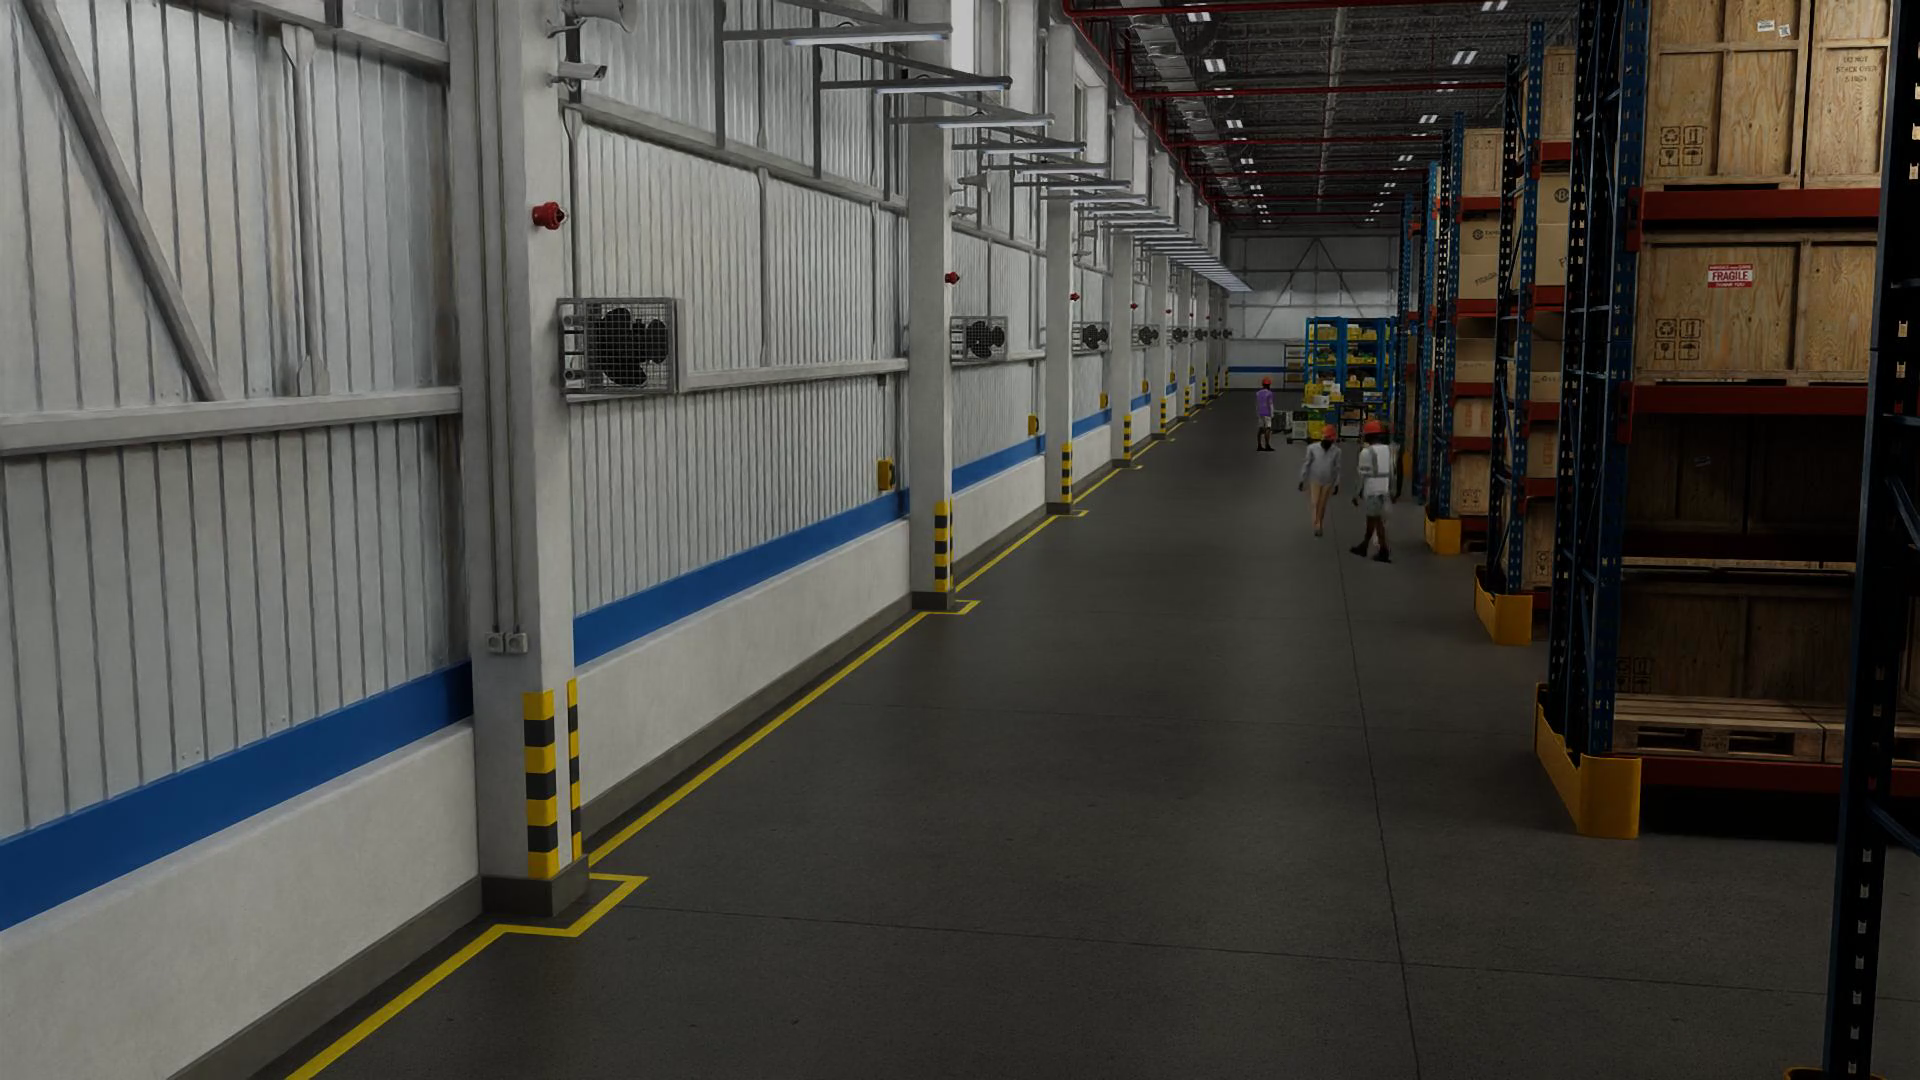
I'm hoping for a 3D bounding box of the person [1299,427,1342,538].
[{"bbox_3d":[5.435,-0.857,25.007,0.619,1.680,0.893,0,7,-2],"label":"person"}]

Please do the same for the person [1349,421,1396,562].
[{"bbox_3d":[5.557,-0.669,22.618,0.572,1.898,0.881,-5,8,-33],"label":"person"}]

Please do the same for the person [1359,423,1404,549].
[{"bbox_3d":[6.064,-0.794,24.034,0.639,1.815,0.823,1,7,5],"label":"person"}]

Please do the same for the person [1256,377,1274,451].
[{"bbox_3d":[7.958,-3.268,43.298,0.356,1.936,0.551,-6,9,-41],"label":"person"}]

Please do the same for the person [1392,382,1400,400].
[{"bbox_3d":[12.347,-3.601,46.783,0.346,1.735,0.485,-5,9,-34],"label":"person"}]
